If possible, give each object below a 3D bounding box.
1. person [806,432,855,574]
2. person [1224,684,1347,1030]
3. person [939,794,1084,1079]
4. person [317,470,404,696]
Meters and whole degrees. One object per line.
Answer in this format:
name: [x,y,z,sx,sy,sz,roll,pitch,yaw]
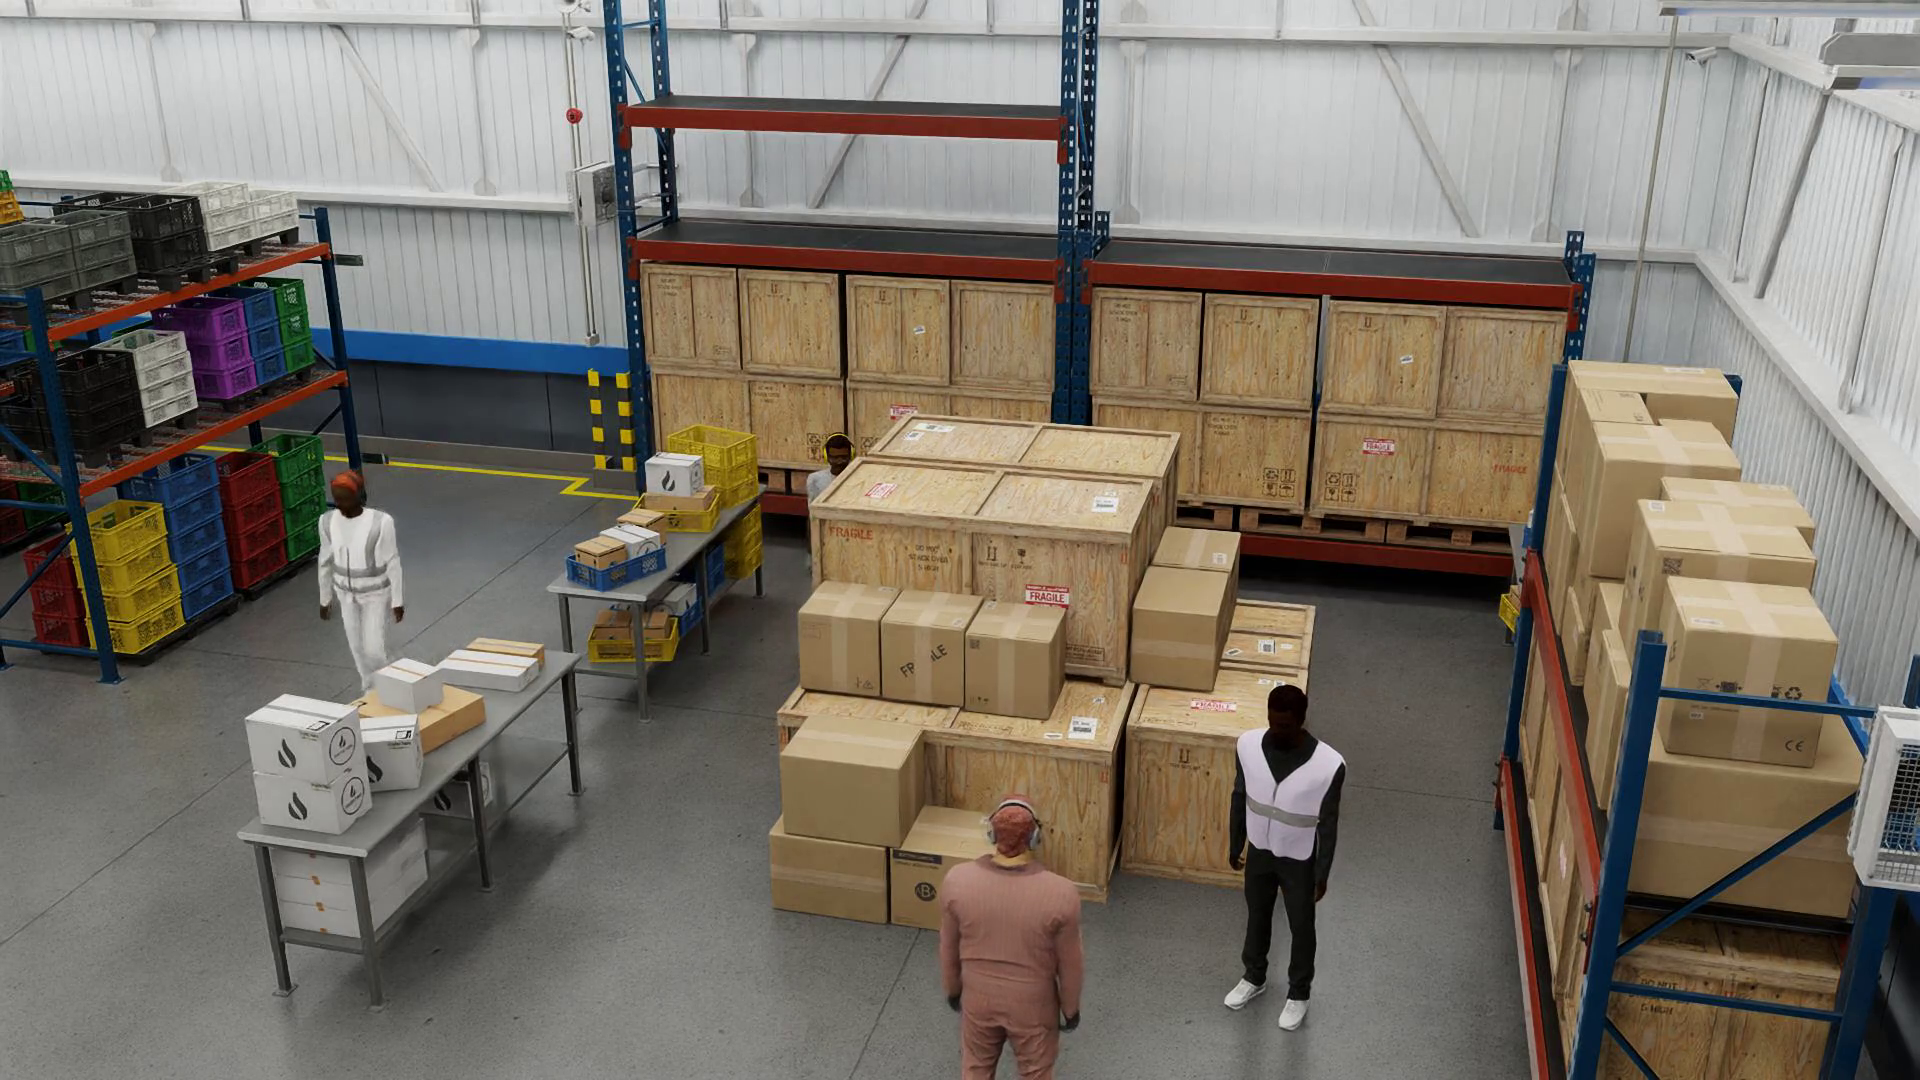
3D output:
person: [-0.903,0.074,12.599,0.535,1.864,0.309,-6,22,-14]
person: [1.658,1.594,8.559,0.587,1.912,0.374,13,25,31]
person: [0.232,2.017,7.476,0.655,1.900,0.397,6,22,16]
person: [-4.228,0.419,11.676,0.612,1.871,0.461,5,21,12]
